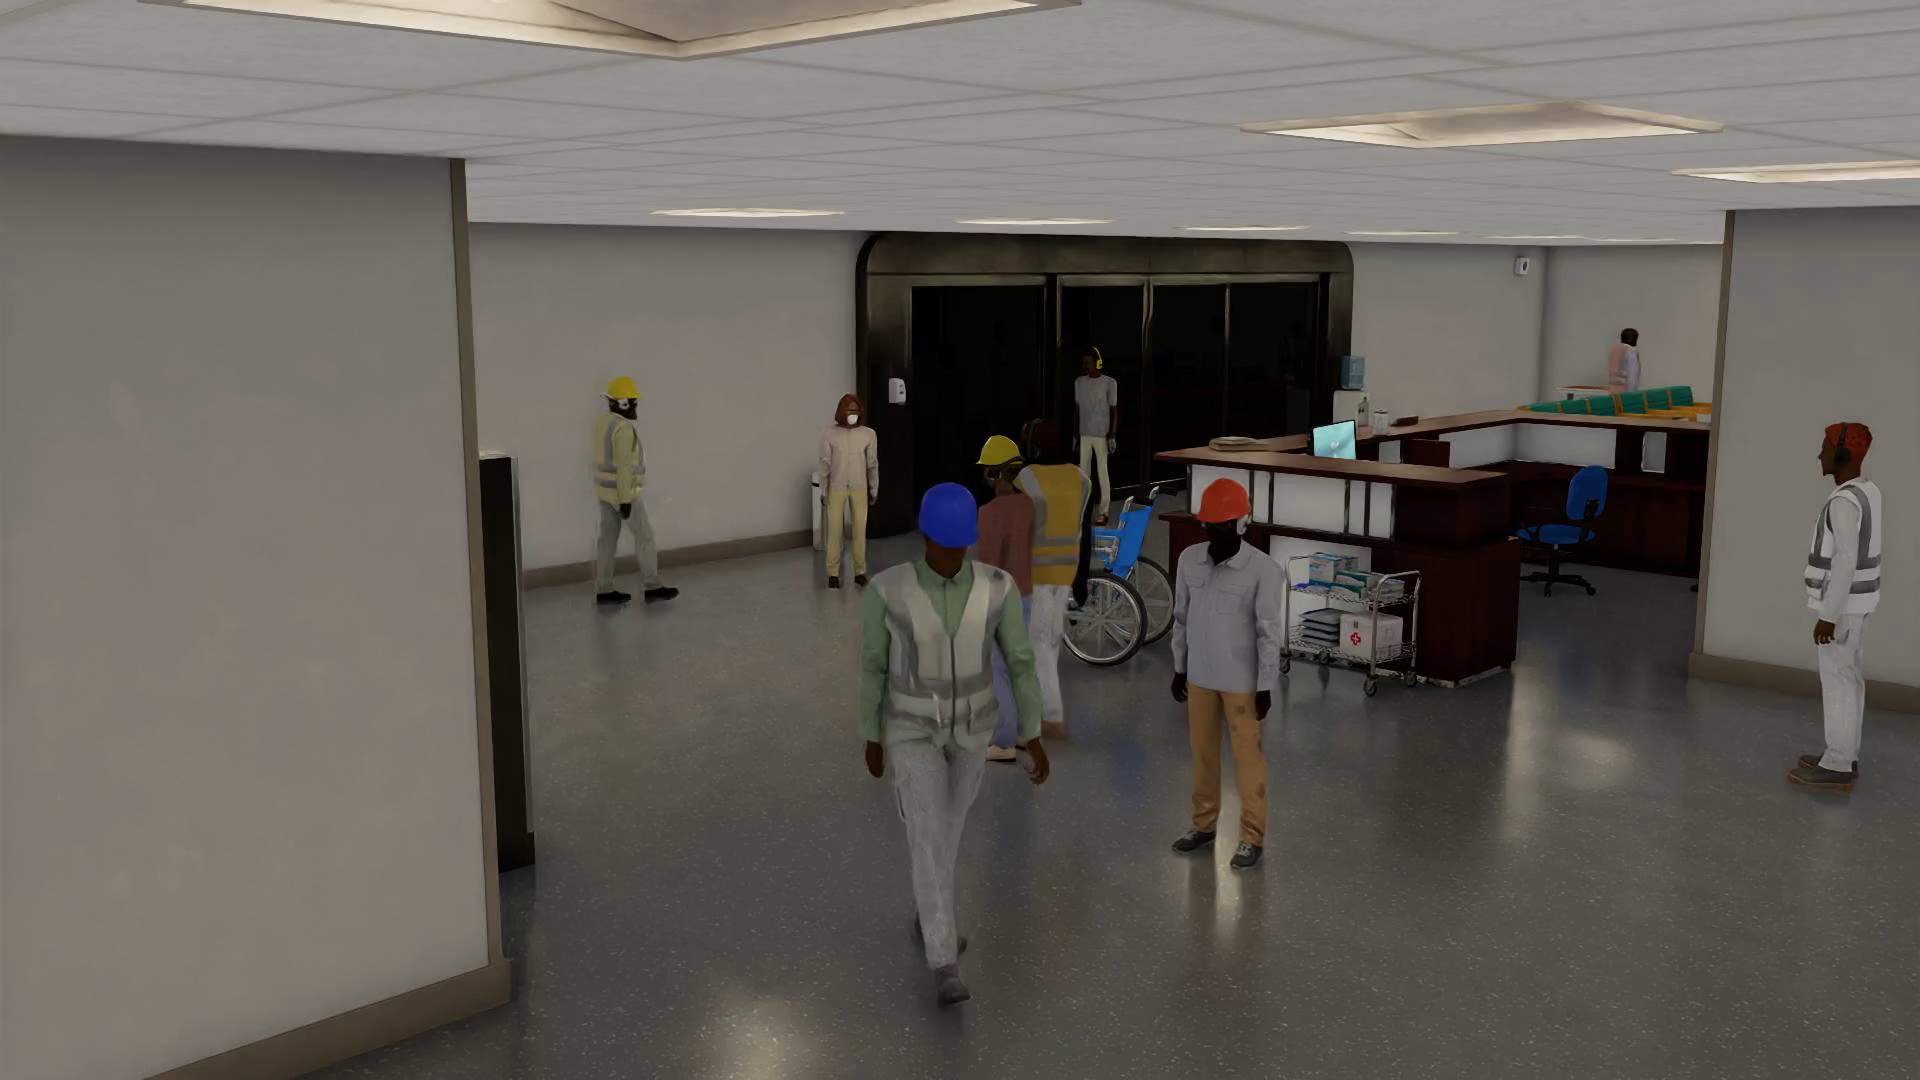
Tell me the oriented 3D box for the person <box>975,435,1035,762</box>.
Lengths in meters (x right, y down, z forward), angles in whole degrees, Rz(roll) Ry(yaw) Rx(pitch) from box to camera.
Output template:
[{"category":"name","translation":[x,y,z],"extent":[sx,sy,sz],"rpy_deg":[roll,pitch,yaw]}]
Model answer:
[{"category":"person","translation":[0.221,0.316,9.016],"extent":[0.320,1.767,0.534],"rpy_deg":[5,11,30]}]

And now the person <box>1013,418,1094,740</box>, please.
[{"category":"person","translation":[0.433,0.208,9.568],"extent":[0.631,1.837,0.619],"rpy_deg":[-8,12,-39]}]

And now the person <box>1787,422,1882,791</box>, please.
[{"category":"person","translation":[4.510,0.336,8.524],"extent":[0.339,1.882,0.581],"rpy_deg":[7,12,37]}]

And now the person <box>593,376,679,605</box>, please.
[{"category":"person","translation":[-2.578,-0.390,13.200],"extent":[0.759,1.804,0.627],"rpy_deg":[-6,11,-32]}]

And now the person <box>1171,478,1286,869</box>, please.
[{"category":"person","translation":[1.164,0.587,7.420],"extent":[0.565,1.744,0.356],"rpy_deg":[9,13,44]}]

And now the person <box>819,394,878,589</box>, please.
[{"category":"person","translation":[-0.926,-0.404,13.861],"extent":[0.506,1.626,0.290],"rpy_deg":[-3,10,-16]}]

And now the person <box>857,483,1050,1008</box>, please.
[{"category":"person","translation":[-0.026,0.721,6.134],"extent":[0.634,1.878,1.000],"rpy_deg":[-3,10,-18]}]

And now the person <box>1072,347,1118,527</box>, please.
[{"category":"person","translation":[1.385,-1.063,17.181],"extent":[0.513,1.863,0.329],"rpy_deg":[6,11,32]}]

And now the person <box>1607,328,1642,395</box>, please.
[{"category":"person","translation":[9.468,-2.107,23.703],"extent":[0.455,1.822,0.641],"rpy_deg":[-1,9,-9]}]
